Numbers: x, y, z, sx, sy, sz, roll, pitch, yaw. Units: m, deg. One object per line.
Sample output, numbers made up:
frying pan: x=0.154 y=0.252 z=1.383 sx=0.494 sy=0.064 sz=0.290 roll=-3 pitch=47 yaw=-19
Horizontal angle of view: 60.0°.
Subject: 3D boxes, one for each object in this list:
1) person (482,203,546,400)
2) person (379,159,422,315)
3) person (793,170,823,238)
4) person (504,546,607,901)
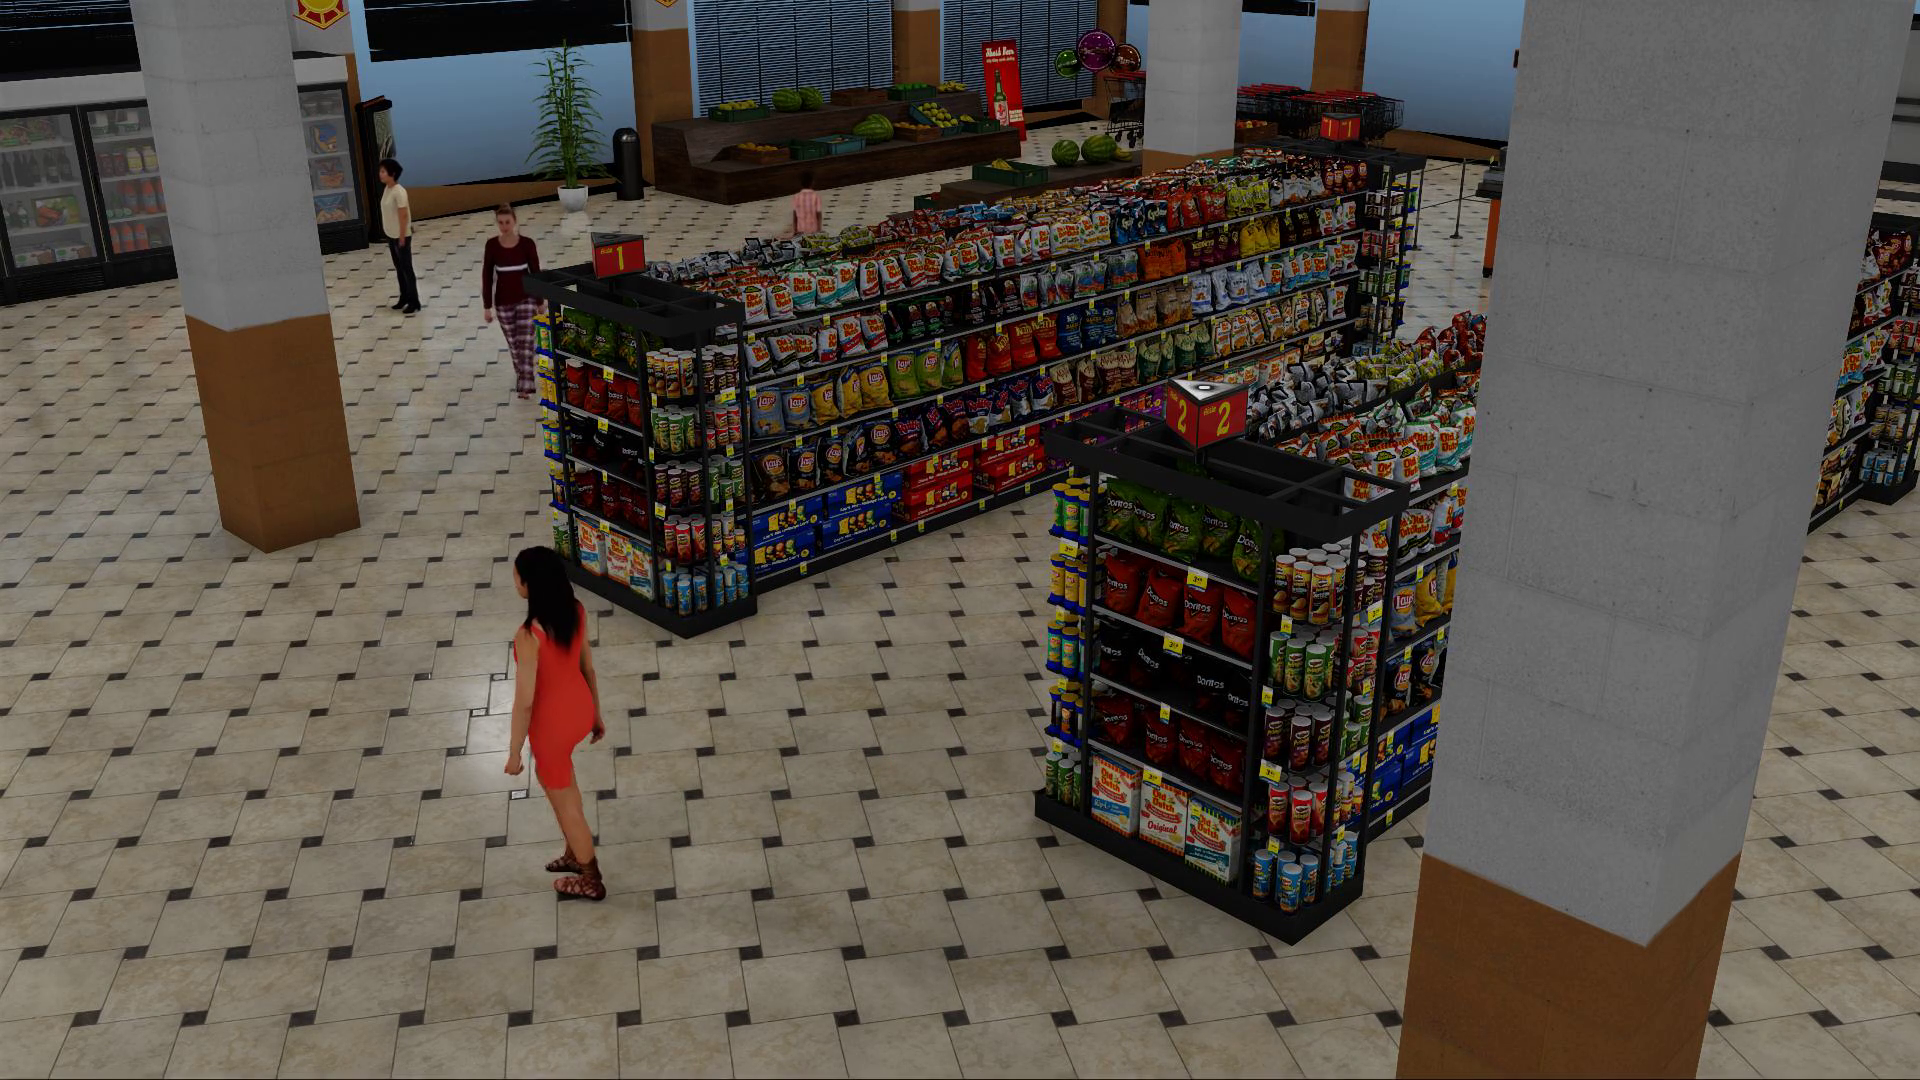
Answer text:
person: x=-3.894 y=-2.083 z=14.571 sx=1.139 sy=1.649 sz=1.118 roll=-3 pitch=22 yaw=-8
person: x=-5.870 y=-3.183 z=17.394 sx=0.507 sy=1.587 sz=0.613 roll=-17 pitch=27 yaw=-35
person: x=-1.696 y=-3.401 z=18.337 sx=0.825 sy=1.287 sz=0.958 roll=4 pitch=22 yaw=9
person: x=-1.665 y=0.835 z=7.231 sx=0.787 sy=1.708 sz=0.674 roll=8 pitch=23 yaw=19
